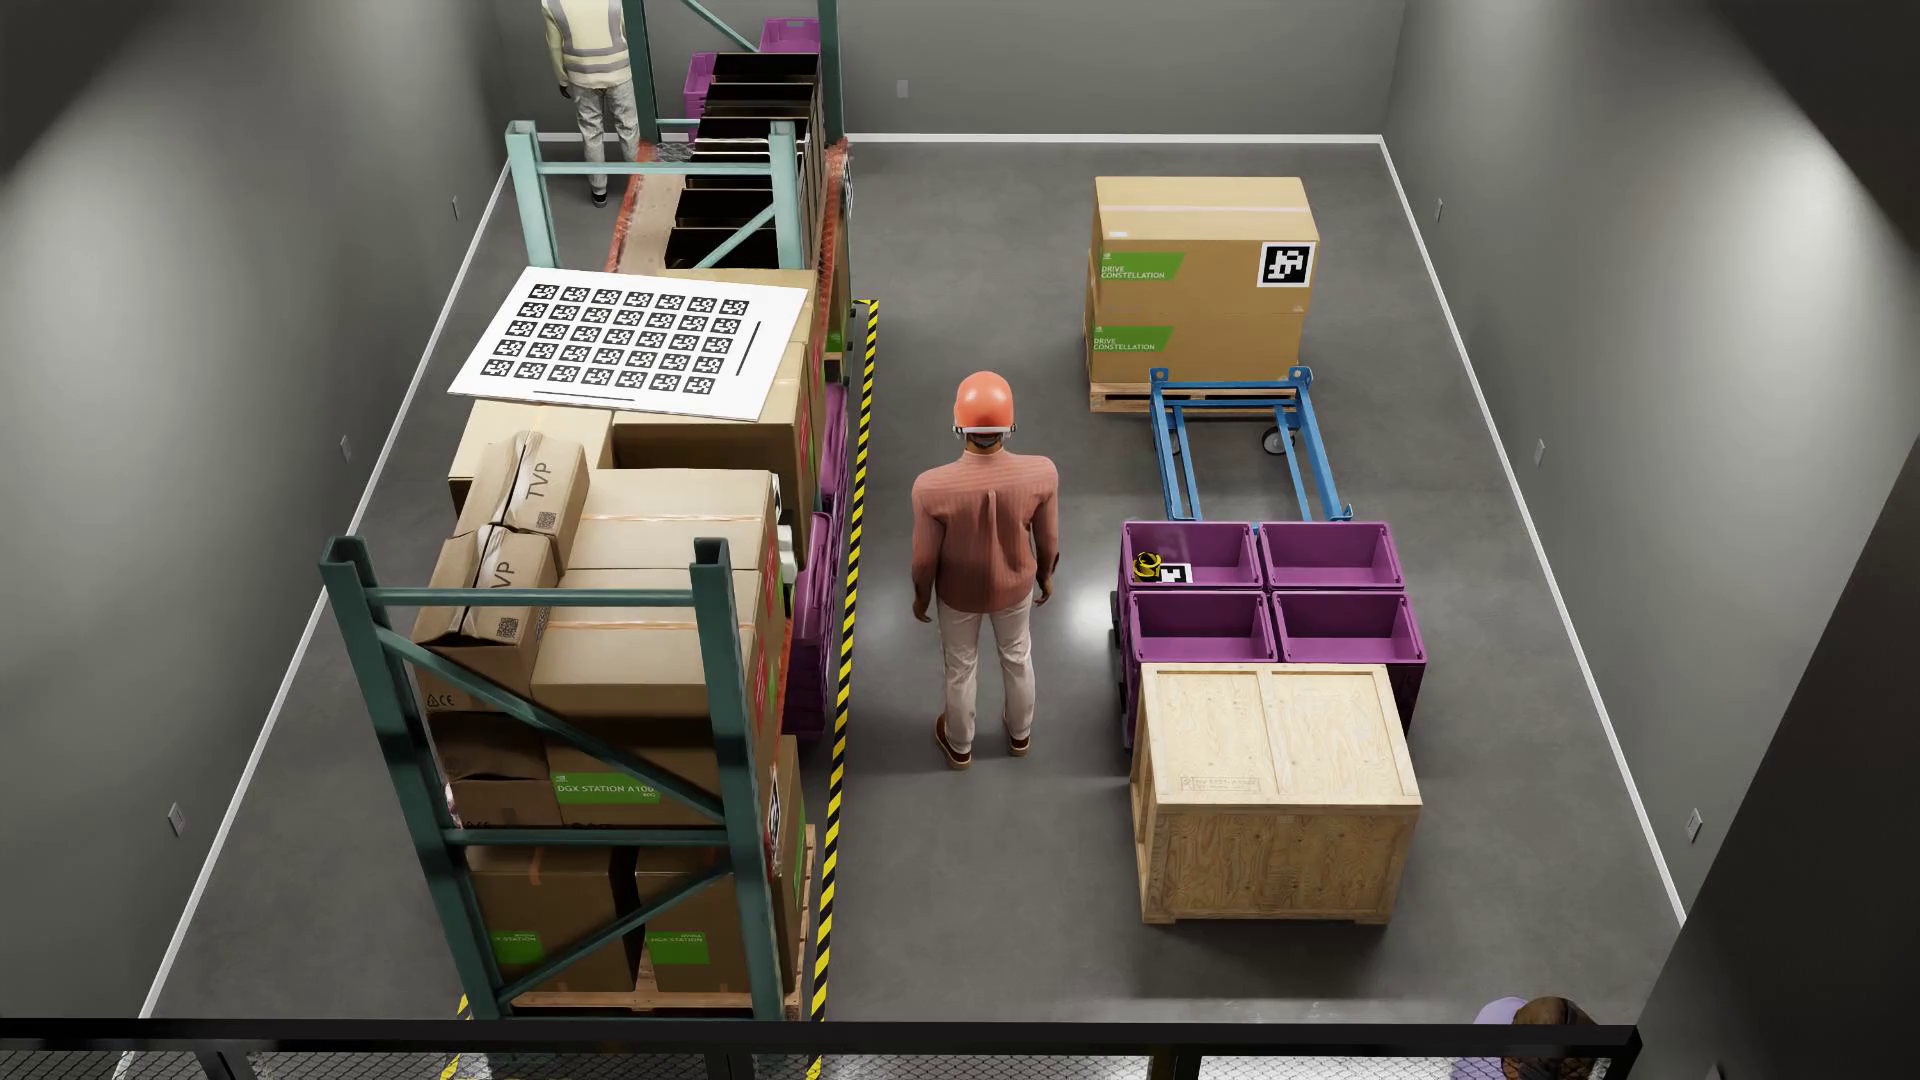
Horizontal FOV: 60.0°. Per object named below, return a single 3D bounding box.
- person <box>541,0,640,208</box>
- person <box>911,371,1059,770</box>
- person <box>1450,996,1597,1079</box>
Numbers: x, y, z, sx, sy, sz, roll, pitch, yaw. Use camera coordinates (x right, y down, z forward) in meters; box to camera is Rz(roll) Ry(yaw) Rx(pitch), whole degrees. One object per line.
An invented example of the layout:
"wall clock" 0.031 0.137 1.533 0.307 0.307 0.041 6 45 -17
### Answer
"person" -2.294 -2.994 10.604 0.586 1.837 0.403 -4 41 -5
"person" 0.095 0.155 6.895 0.623 1.992 0.396 -9 42 -11
"person" 1.527 1.941 4.904 0.372 1.935 0.631 11 42 12
